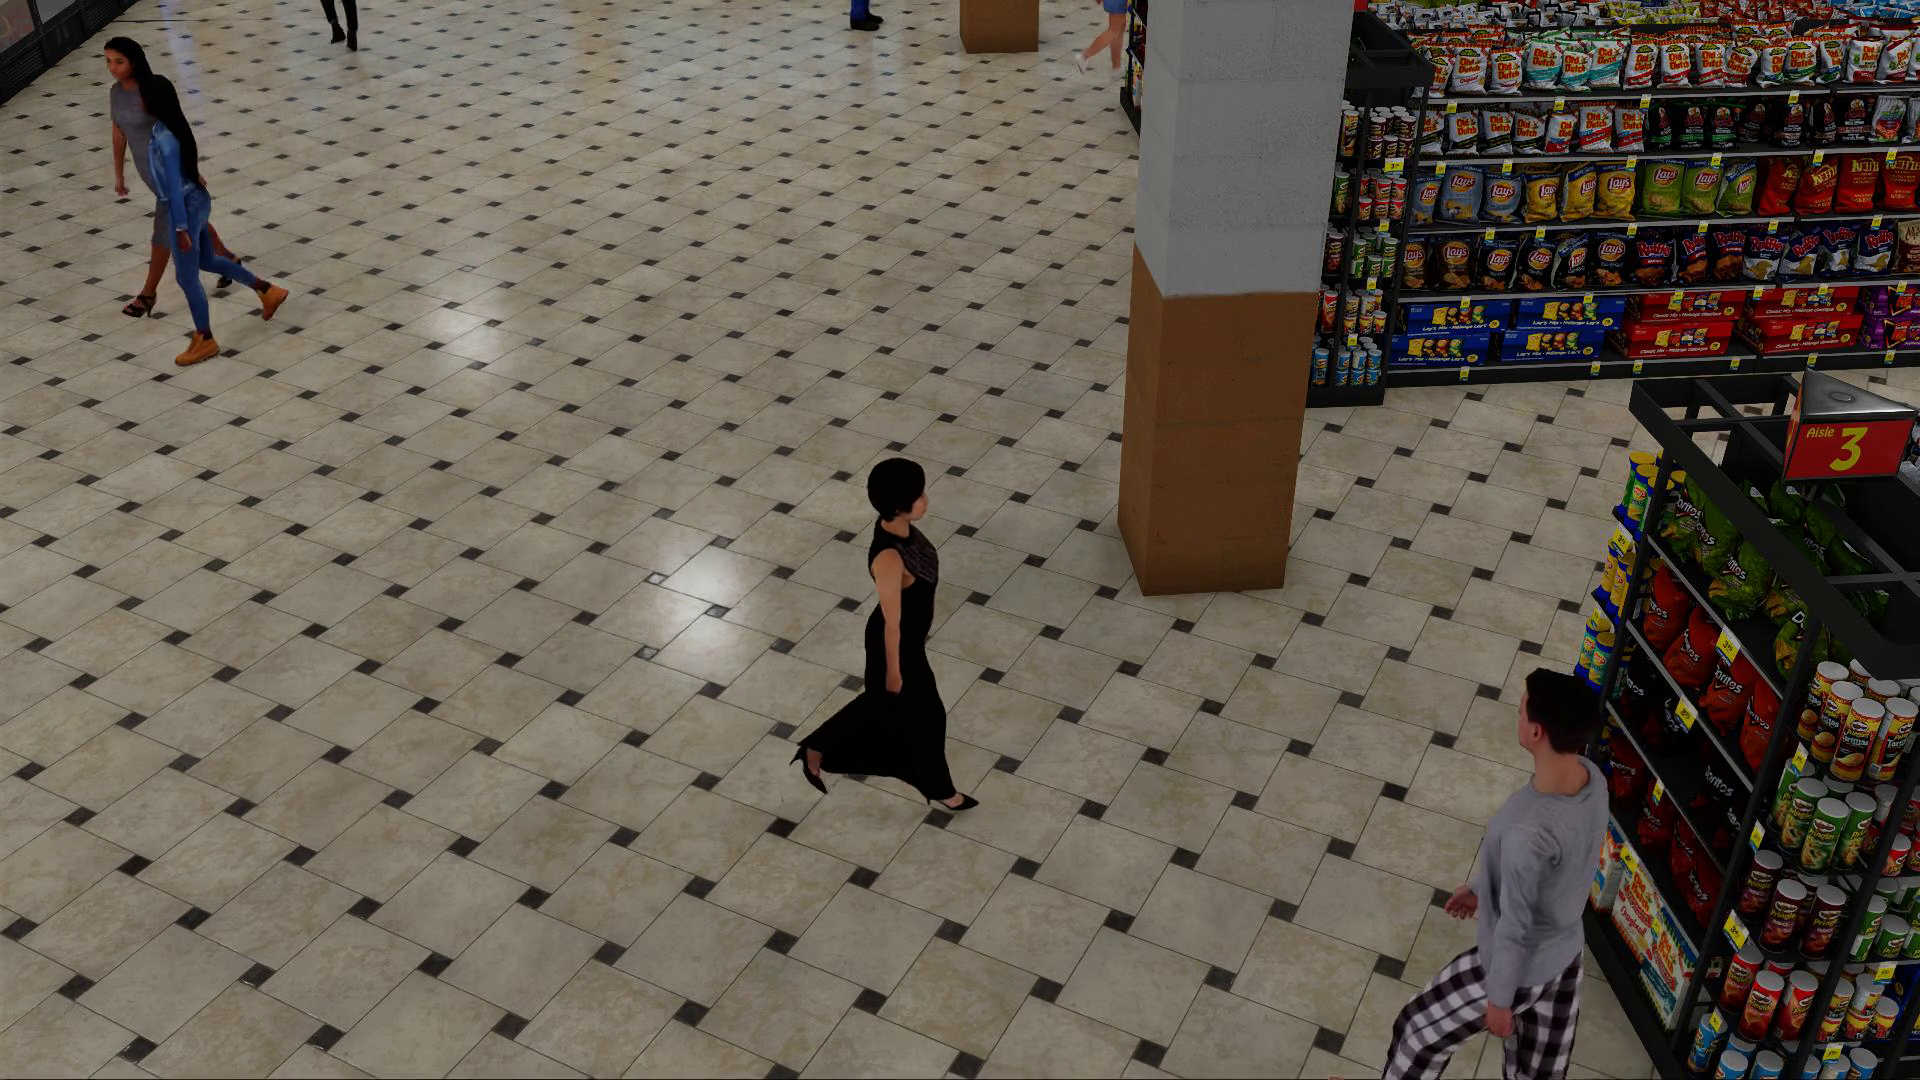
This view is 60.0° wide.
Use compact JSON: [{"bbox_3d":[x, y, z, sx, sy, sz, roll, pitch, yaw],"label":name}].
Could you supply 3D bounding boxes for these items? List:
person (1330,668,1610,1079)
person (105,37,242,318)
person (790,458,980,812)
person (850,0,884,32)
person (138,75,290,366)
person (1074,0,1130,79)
[{"bbox_3d":[1.698,1.233,4.775,1.047,1.816,1.029,27,41,36],"label":"person"},{"bbox_3d":[-4.970,-2.310,10.553,1.201,1.727,1.133,15,35,22],"label":"person"},{"bbox_3d":[-0.318,0.403,6.335,0.968,1.577,0.601,-2,32,-3],"label":"person"},{"bbox_3d":[-0.995,-5.999,16.400,0.699,1.814,0.736,6,32,9],"label":"person"},{"bbox_3d":[-4.553,-1.964,10.028,1.071,1.695,0.873,-13,34,-20],"label":"person"},{"bbox_3d":[1.322,-4.852,14.760,1.101,1.600,0.961,-23,39,-33],"label":"person"}]
